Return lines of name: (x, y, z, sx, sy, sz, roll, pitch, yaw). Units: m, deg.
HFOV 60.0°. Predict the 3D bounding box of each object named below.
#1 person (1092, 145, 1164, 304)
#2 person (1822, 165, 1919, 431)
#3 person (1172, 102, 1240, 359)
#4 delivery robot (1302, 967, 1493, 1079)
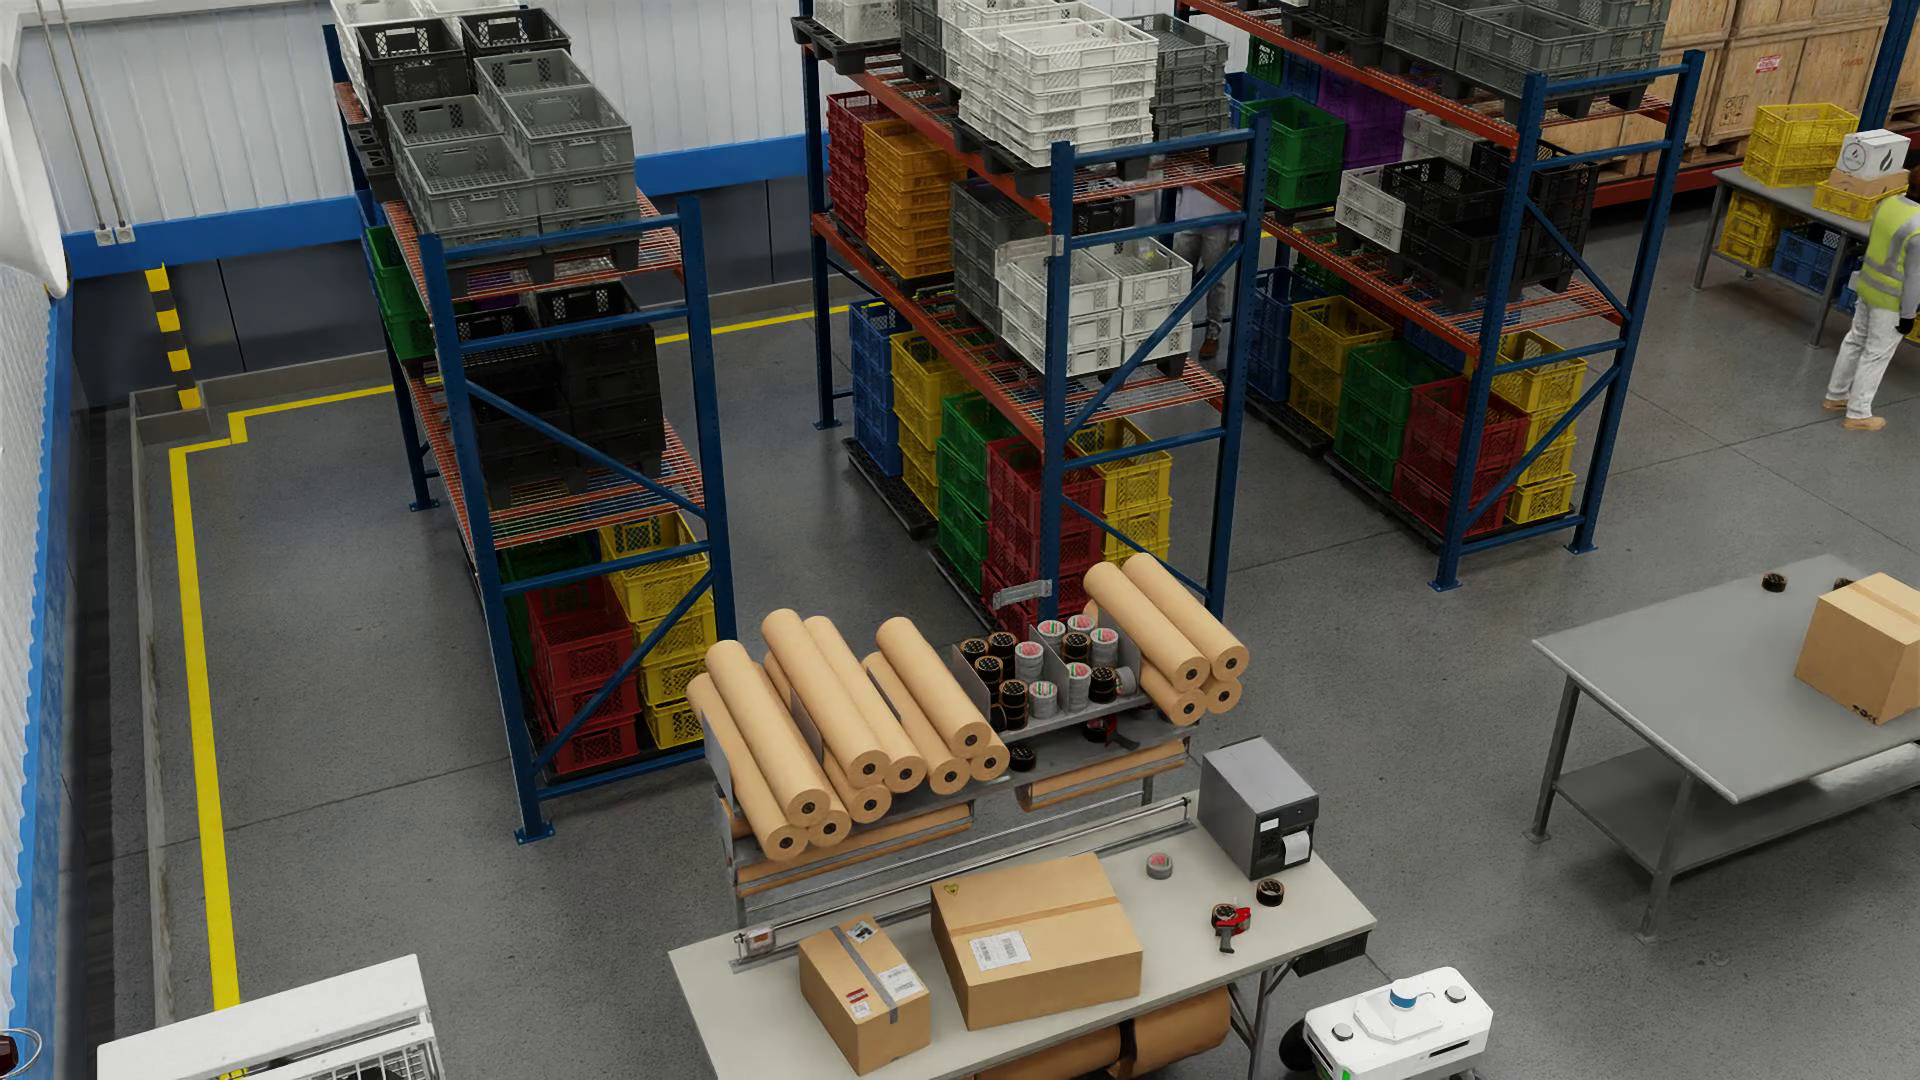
person: (1.302, -2.624, 12.702, 0.605, 1.862, 0.406, 11, 33, 17)
person: (6.211, -1.621, 11.103, 0.430, 1.836, 0.619, 1, 32, 2)
person: (1.771, -2.263, 12.041, 0.627, 1.941, 0.371, 17, 35, 25)
delivery robot: (1.701, 1.916, 6.477, 0.707, 0.478, 0.477, -12, 33, -18)
